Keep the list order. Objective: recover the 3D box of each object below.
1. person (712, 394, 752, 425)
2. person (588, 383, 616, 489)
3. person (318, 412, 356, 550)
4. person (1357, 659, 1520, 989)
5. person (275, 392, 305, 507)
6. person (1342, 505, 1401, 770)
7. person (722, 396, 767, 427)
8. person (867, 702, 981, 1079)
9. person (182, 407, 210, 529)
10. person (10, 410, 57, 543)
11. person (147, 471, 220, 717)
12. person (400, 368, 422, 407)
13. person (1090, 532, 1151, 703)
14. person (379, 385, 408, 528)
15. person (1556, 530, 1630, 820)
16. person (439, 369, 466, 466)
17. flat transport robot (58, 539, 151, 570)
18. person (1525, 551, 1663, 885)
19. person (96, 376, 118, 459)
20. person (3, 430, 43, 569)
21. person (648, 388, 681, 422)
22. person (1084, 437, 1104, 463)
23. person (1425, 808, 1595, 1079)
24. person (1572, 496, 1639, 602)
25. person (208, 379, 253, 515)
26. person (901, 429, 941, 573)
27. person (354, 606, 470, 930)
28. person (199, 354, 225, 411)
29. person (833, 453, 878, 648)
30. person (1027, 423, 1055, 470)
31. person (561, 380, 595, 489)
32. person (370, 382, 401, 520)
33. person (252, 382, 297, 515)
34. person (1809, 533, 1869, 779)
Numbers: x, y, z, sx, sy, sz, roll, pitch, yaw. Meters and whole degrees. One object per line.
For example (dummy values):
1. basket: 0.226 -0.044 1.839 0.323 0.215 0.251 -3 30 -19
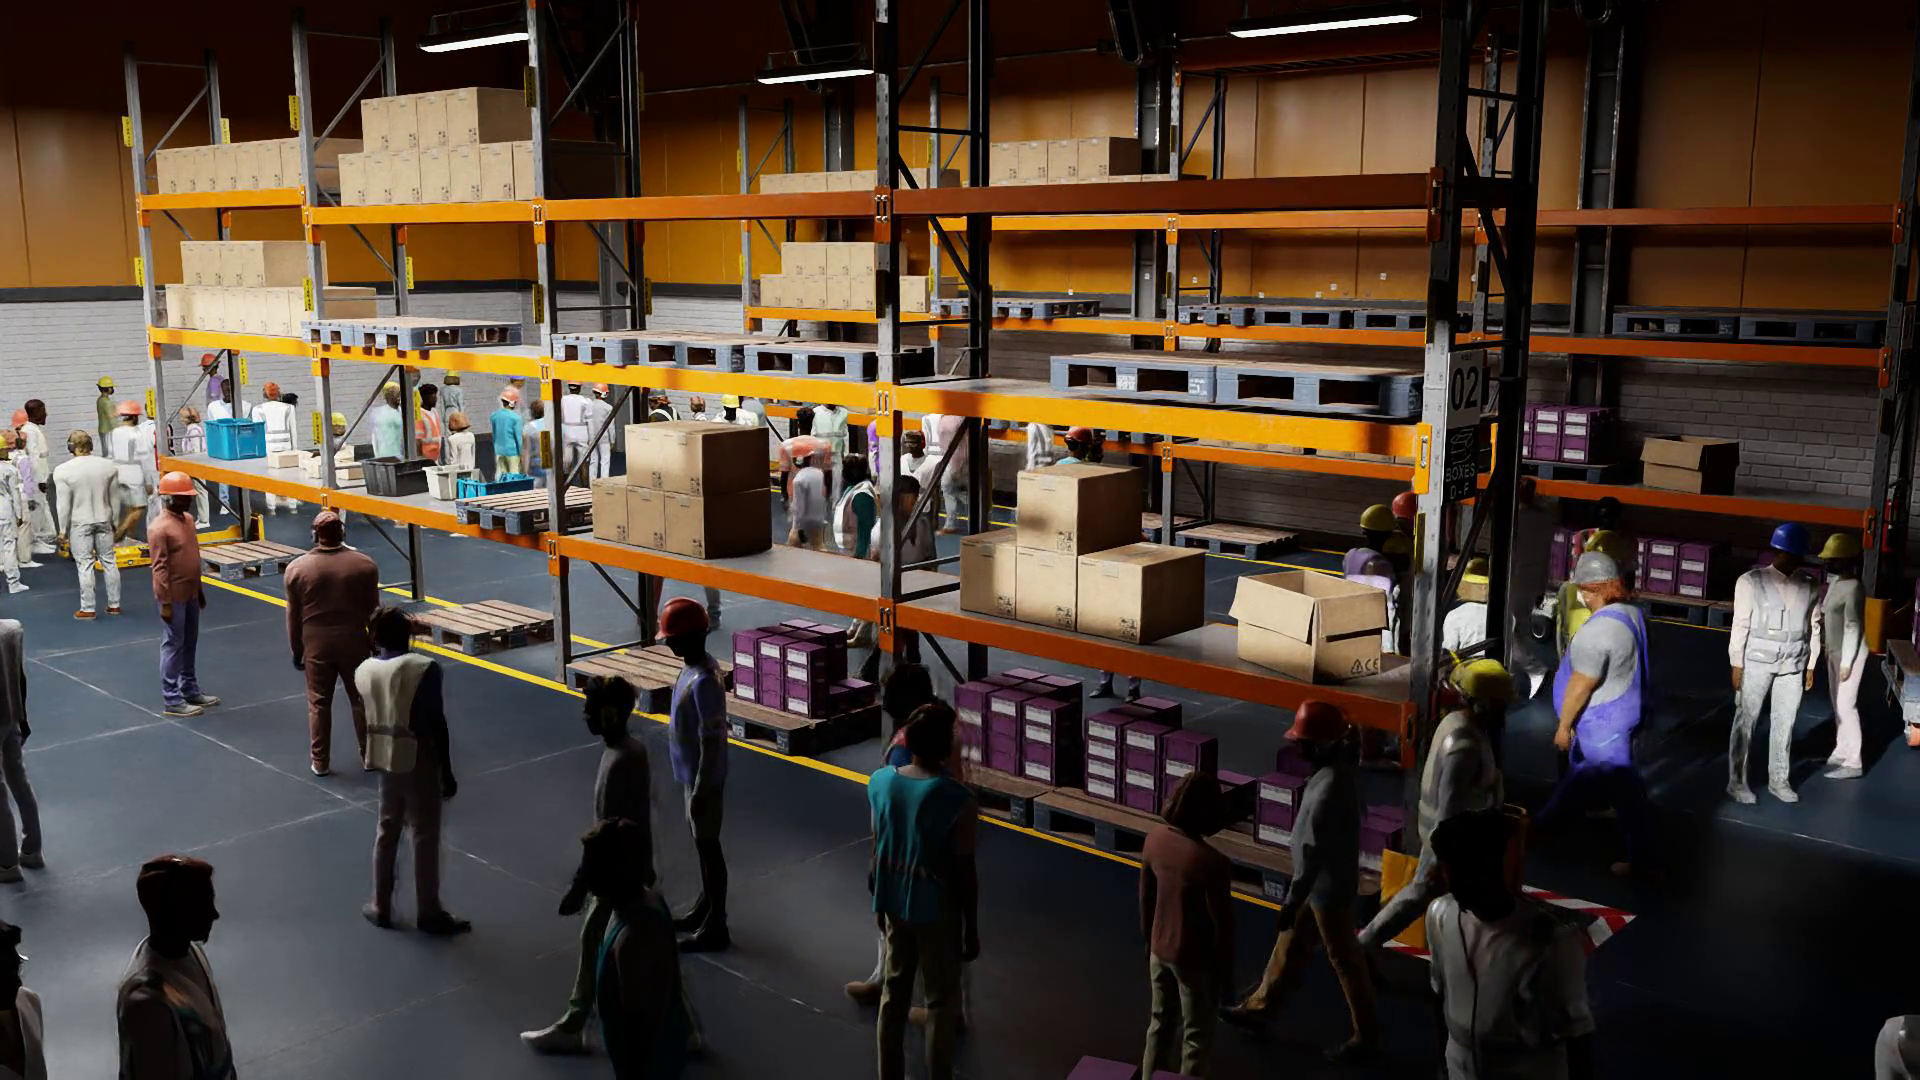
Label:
1. person: -2.938 -0.949 21.408 0.587 1.920 0.390 -4 11 -22
2. person: -5.435 -1.534 25.216 0.557 1.744 0.345 5 11 28
3. person: -7.723 -0.716 20.627 0.490 1.729 0.326 7 12 34
4. person: 2.395 1.464 8.282 0.949 1.747 0.605 2 10 12
5. person: -9.767 -1.300 24.068 0.565 1.659 0.549 -5 11 -28
6. person: 2.981 0.697 12.066 0.370 1.929 0.585 -3 11 -17
7. person: -3.056 -1.311 23.605 0.660 1.875 0.504 0 10 -1
8. person: -0.167 1.611 7.173 0.561 1.836 0.393 7 12 36
9. person: -10.239 -0.965 22.291 0.307 1.638 0.512 -5 11 -24
10. person: -11.799 -0.809 21.161 0.404 1.729 0.676 -6 11 -29
11. person: -6.280 0.431 13.422 0.408 1.987 0.614 0 10 0
12. person: -9.107 -1.969 27.602 0.503 1.760 1.080 -8 13 -40
13. person: 1.325 0.471 13.803 0.535 1.767 0.315 6 12 30
14. person: -7.519 -1.116 22.316 0.445 1.933 0.649 1 10 3
15. person: 4.197 0.886 11.000 0.363 1.928 0.587 -5 11 -26
16. person: -8.492 -2.016 27.952 0.484 1.737 0.305 4 11 22
17. flat transport robot: -10.222 0.133 19.943 1.431 0.197 0.652 9 14 43
18. person: 3.805 1.006 10.003 1.060 2.000 0.693 8 13 39
19. person: -13.211 -1.658 25.843 0.525 1.769 0.310 10 14 44
20. person: -11.056 -0.475 19.539 0.518 1.631 0.318 6 12 32
21. person: -3.905 -1.033 21.533 0.535 2.000 0.679 4 11 20
22. person: 1.307 -0.108 16.785 0.313 1.869 0.539 1 10 3
23. person: 1.922 1.838 5.705 0.982 1.904 0.714 -9 13 -41
24. person: 5.448 0.461 14.085 0.529 1.689 0.322 5 11 28
25. person: -10.293 -1.325 23.530 0.589 1.920 0.399 -5 11 -26
26. person: -0.434 -0.290 17.925 0.560 1.837 0.389 6 12 32
27. person: -3.057 1.275 9.159 0.679 1.808 0.387 5 11 27
28. person: -12.174 -2.029 27.204 0.420 2.034 0.603 -3 10 -16
29. person: -0.983 0.093 15.732 0.429 1.845 0.622 -2 10 -10
30. person: 1.022 -0.886 21.182 0.433 1.884 0.593 5 11 28
31. person: -5.653 -1.498 24.516 0.559 1.924 0.416 0 10 0
32. person: -7.817 -1.219 22.935 0.587 1.918 0.400 2 10 12
33. person: -9.637 -1.286 23.446 0.572 1.876 0.347 -6 11 -29
34. person: 6.283 0.818 11.892 0.365 1.758 0.526 2 10 10
